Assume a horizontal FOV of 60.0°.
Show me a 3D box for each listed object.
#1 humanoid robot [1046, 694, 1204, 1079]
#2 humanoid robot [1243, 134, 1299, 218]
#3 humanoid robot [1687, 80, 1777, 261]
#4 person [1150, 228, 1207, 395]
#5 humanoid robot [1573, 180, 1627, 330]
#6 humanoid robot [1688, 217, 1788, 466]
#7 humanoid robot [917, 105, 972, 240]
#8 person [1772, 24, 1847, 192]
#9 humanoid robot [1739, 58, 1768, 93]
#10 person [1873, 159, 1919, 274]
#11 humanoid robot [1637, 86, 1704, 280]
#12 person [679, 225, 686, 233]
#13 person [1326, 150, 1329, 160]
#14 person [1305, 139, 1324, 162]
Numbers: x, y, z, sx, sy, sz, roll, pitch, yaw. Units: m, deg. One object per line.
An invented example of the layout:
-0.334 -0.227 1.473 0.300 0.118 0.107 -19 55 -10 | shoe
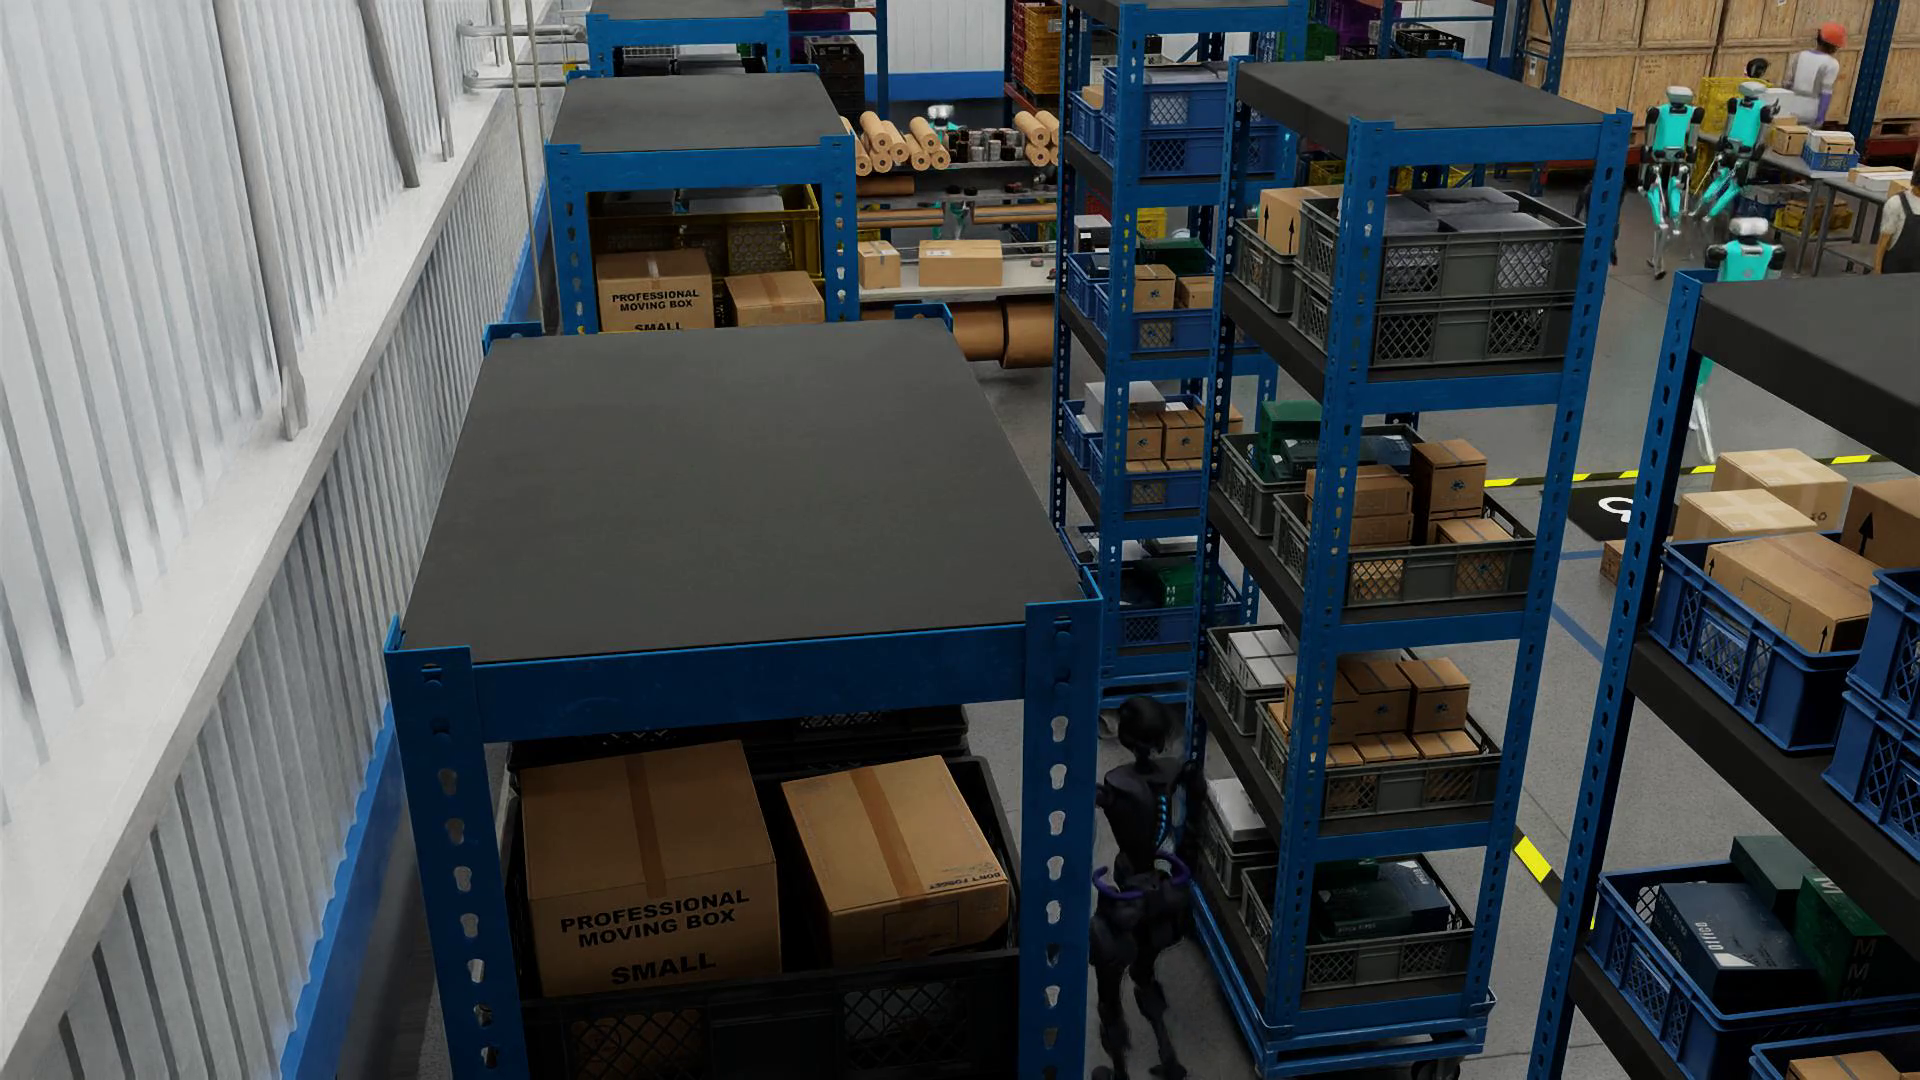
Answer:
0.601 1.288 5.818 0.583 1.647 0.366 -13 28 -26 | humanoid robot
2.845 -3.101 15.306 0.543 1.767 0.965 7 26 14 | humanoid robot
7.461 -3.576 16.350 0.740 1.800 0.537 -9 26 -19 | humanoid robot
1.400 -1.116 10.831 0.598 1.850 0.385 -4 25 -8 | person
5.286 -2.490 14.029 0.613 1.632 0.433 -13 28 -26 | humanoid robot
5.366 -1.490 11.843 0.531 1.784 1.018 1 25 3 | humanoid robot
-0.141 -3.190 15.462 0.548 1.740 0.966 2 25 5 | humanoid robot
9.536 -4.782 18.661 0.906 1.970 0.606 -17 30 -33 | person
8.710 -4.530 18.504 0.790 1.618 0.590 -2 25 -3 | humanoid robot
7.302 -2.066 12.916 0.496 1.839 0.349 -6 25 -12 | person
6.811 -3.347 15.893 0.541 1.848 0.844 1 25 3 | humanoid robot
-2.883 -3.684 16.391 0.505 1.872 0.329 6 25 13 | person
4.535 -5.043 19.396 0.619 1.835 0.431 9 26 20 | person
3.902 -4.530 18.177 0.372 1.914 0.596 3 25 6 | person
